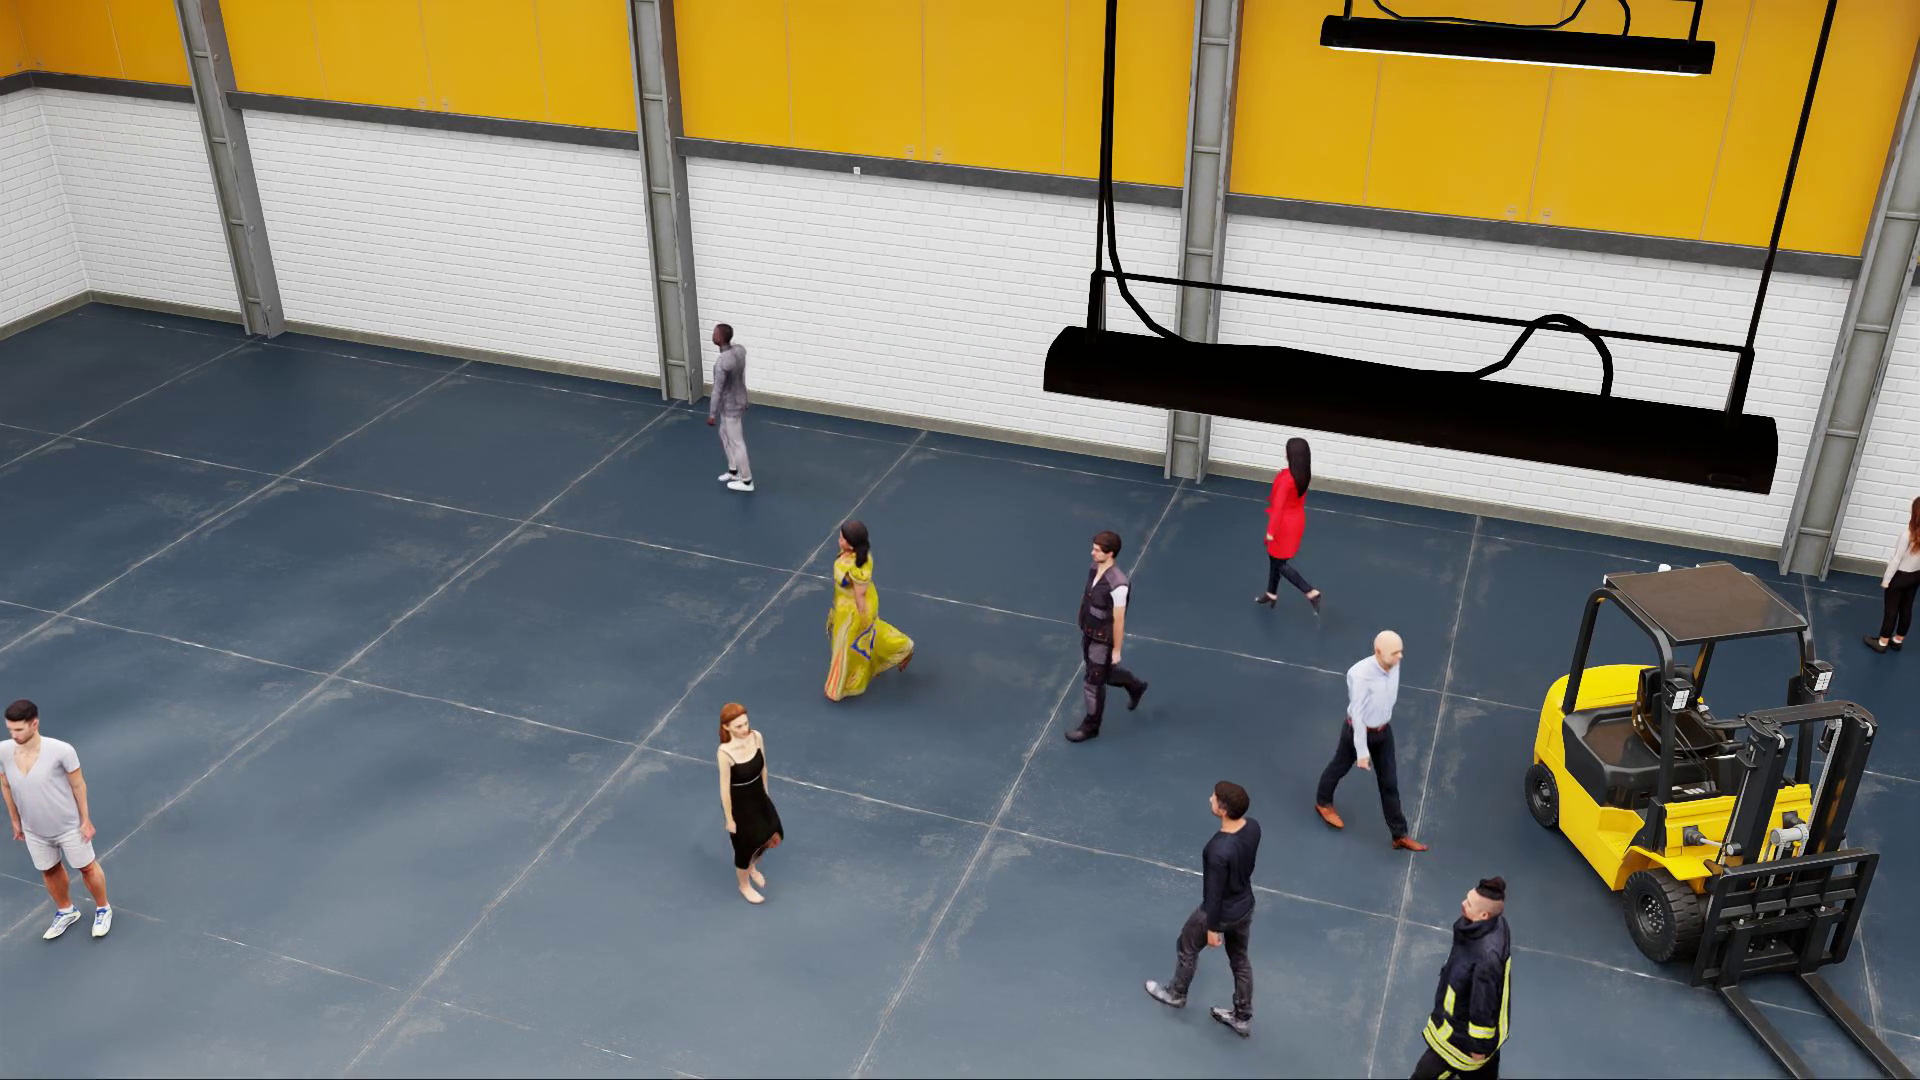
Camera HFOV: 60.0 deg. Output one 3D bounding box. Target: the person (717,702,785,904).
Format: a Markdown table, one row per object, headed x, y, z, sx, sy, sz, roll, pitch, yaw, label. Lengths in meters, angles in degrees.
| x | y | z | sx | sy | sz | roll | pitch | yaw | label |
| --- | --- | --- | --- | --- | --- | --- | --- | --- | --- |
| -1.531 | 1.780 | 11.462 | 0.719 | 1.610 | 0.684 | 23 | 36 | 36 | person |

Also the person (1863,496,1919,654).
| x | y | z | sx | sy | sz | roll | pitch | yaw | label |
| --- | --- | --- | --- | --- | --- | --- | --- | --- | --- |
| 8.147 | 0.303 | 14.301 | 0.595 | 1.485 | 0.678 | -8 | 30 | -15 | person |

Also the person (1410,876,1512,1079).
| x | y | z | sx | sy | sz | roll | pitch | yaw | label |
| --- | --- | --- | --- | --- | --- | --- | --- | --- | --- |
| 3.019 | 2.704 | 9.524 | 0.942 | 1.844 | 0.820 | 8 | 30 | 14 | person |

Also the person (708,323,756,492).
| x | y | z | sx | sy | sz | roll | pitch | yaw | label |
| --- | --- | --- | --- | --- | --- | --- | --- | --- | --- |
| -2.239 | -1.333 | 16.945 | 0.685 | 1.825 | 0.736 | 8 | 30 | 13 | person |

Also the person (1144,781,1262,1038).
| x | y | z | sx | sy | sz | roll | pitch | yaw | label |
| --- | --- | --- | --- | --- | --- | --- | --- | --- | --- |
| 1.716 | 2.318 | 10.231 | 0.891 | 1.844 | 1.059 | -24 | 37 | -37 | person |

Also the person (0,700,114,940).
| x | y | z | sx | sy | sz | roll | pitch | yaw | label |
| --- | --- | --- | --- | --- | --- | --- | --- | --- | --- |
| -6.049 | 1.845 | 11.093 | 0.661 | 1.848 | 0.820 | -1 | 29 | -2 | person |

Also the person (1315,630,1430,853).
| x | y | z | sx | sy | sz | roll | pitch | yaw | label |
| --- | --- | --- | --- | --- | --- | --- | --- | --- | --- |
| 2.866 | 1.391 | 12.038 | 1.126 | 1.741 | 1.268 | -16 | 33 | -27 | person |

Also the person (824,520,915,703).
| x | y | z | sx | sy | sz | roll | pitch | yaw | label |
| --- | --- | --- | --- | --- | --- | --- | --- | --- | --- |
| -0.773 | 0.556 | 13.676 | 1.144 | 1.639 | 0.987 | -4 | 29 | -6 | person |

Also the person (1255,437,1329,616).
| x | y | z | sx | sy | sz | roll | pitch | yaw | label |
| --- | --- | --- | --- | --- | --- | --- | --- | --- | --- |
| 2.958 | -0.069 | 14.728 | 0.998 | 1.729 | 0.762 | 19 | 34 | 31 | person |

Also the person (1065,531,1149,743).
| x | y | z | sx | sy | sz | roll | pitch | yaw | label |
| --- | --- | --- | --- | --- | --- | --- | --- | --- | --- |
| 1.207 | 0.739 | 13.139 | 1.111 | 1.831 | 1.027 | -11 | 31 | -19 | person |
